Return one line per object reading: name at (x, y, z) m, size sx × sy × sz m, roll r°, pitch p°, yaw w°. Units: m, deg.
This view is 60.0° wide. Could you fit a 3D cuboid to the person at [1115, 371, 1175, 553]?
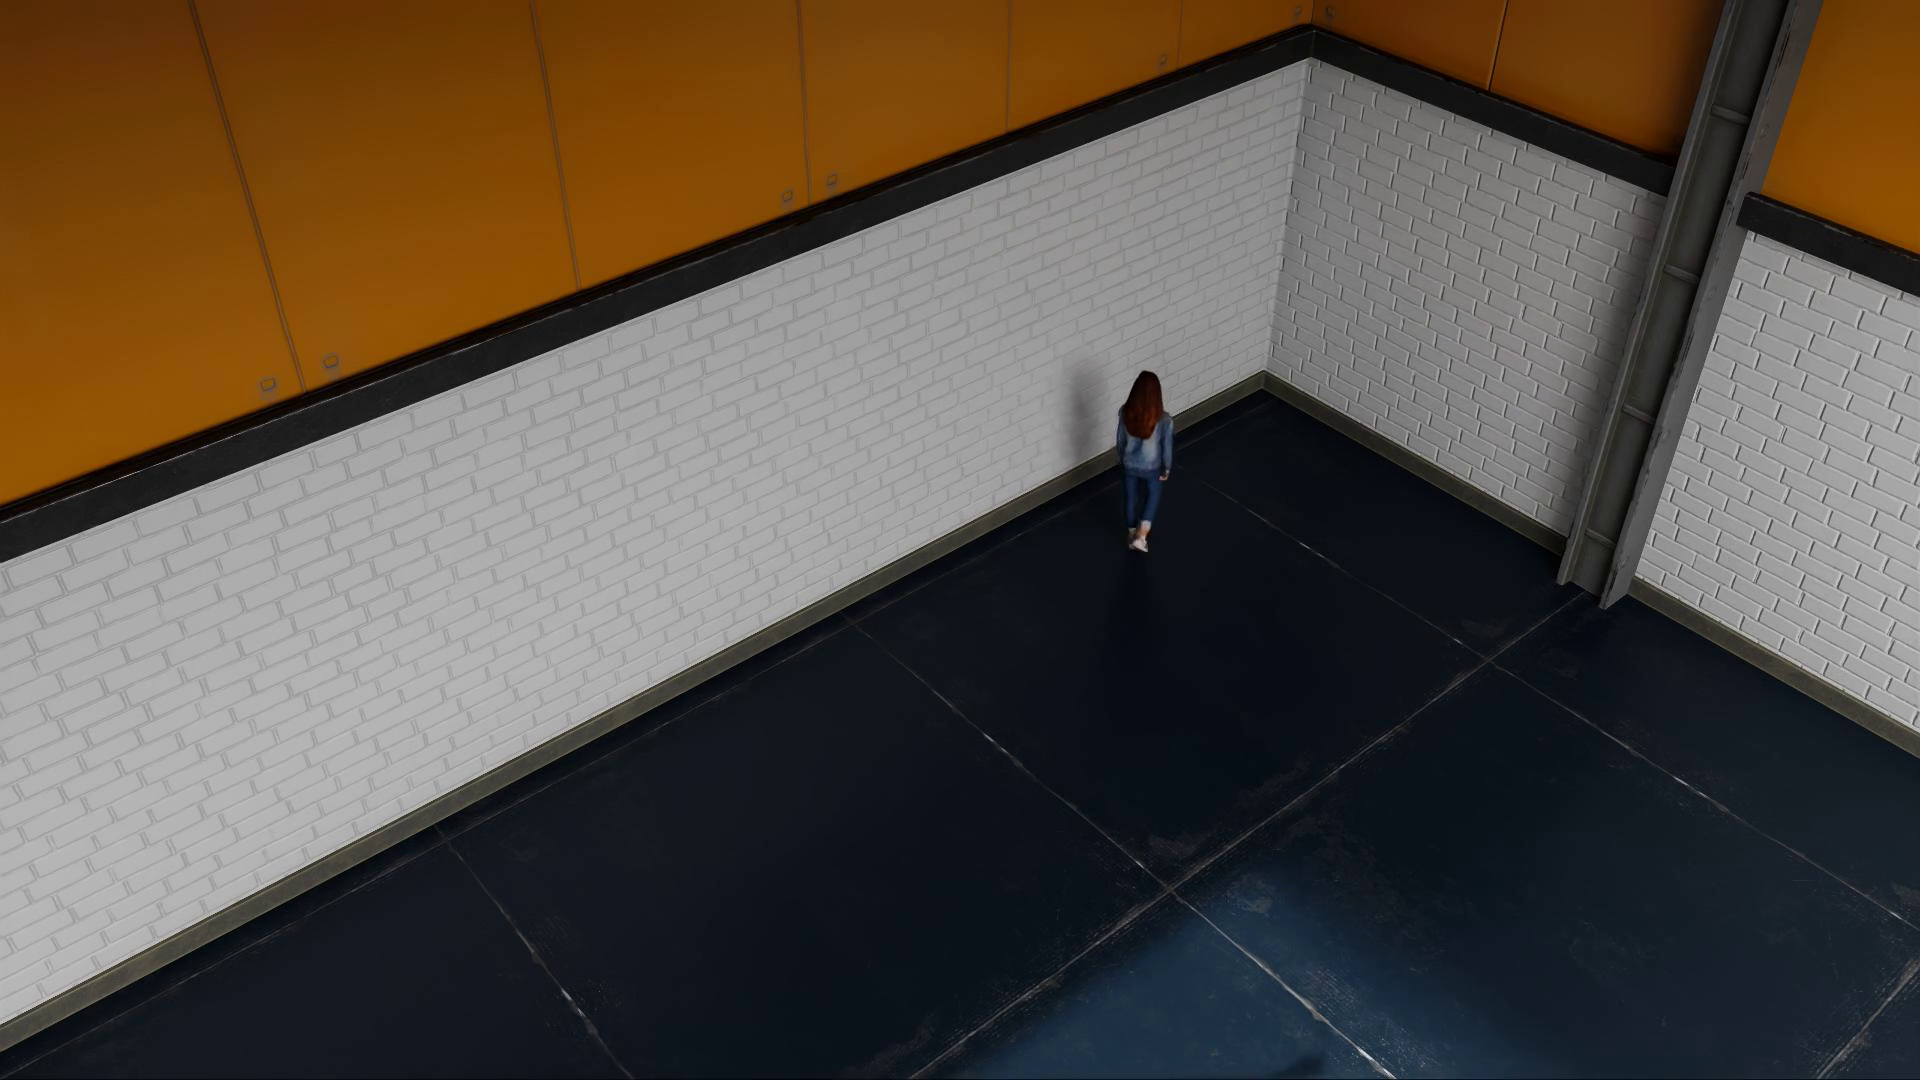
person at (1.230, -0.490, 11.438) m, size 0.717 × 1.467 × 0.774 m, roll 12°, pitch 40°, yaw 15°
